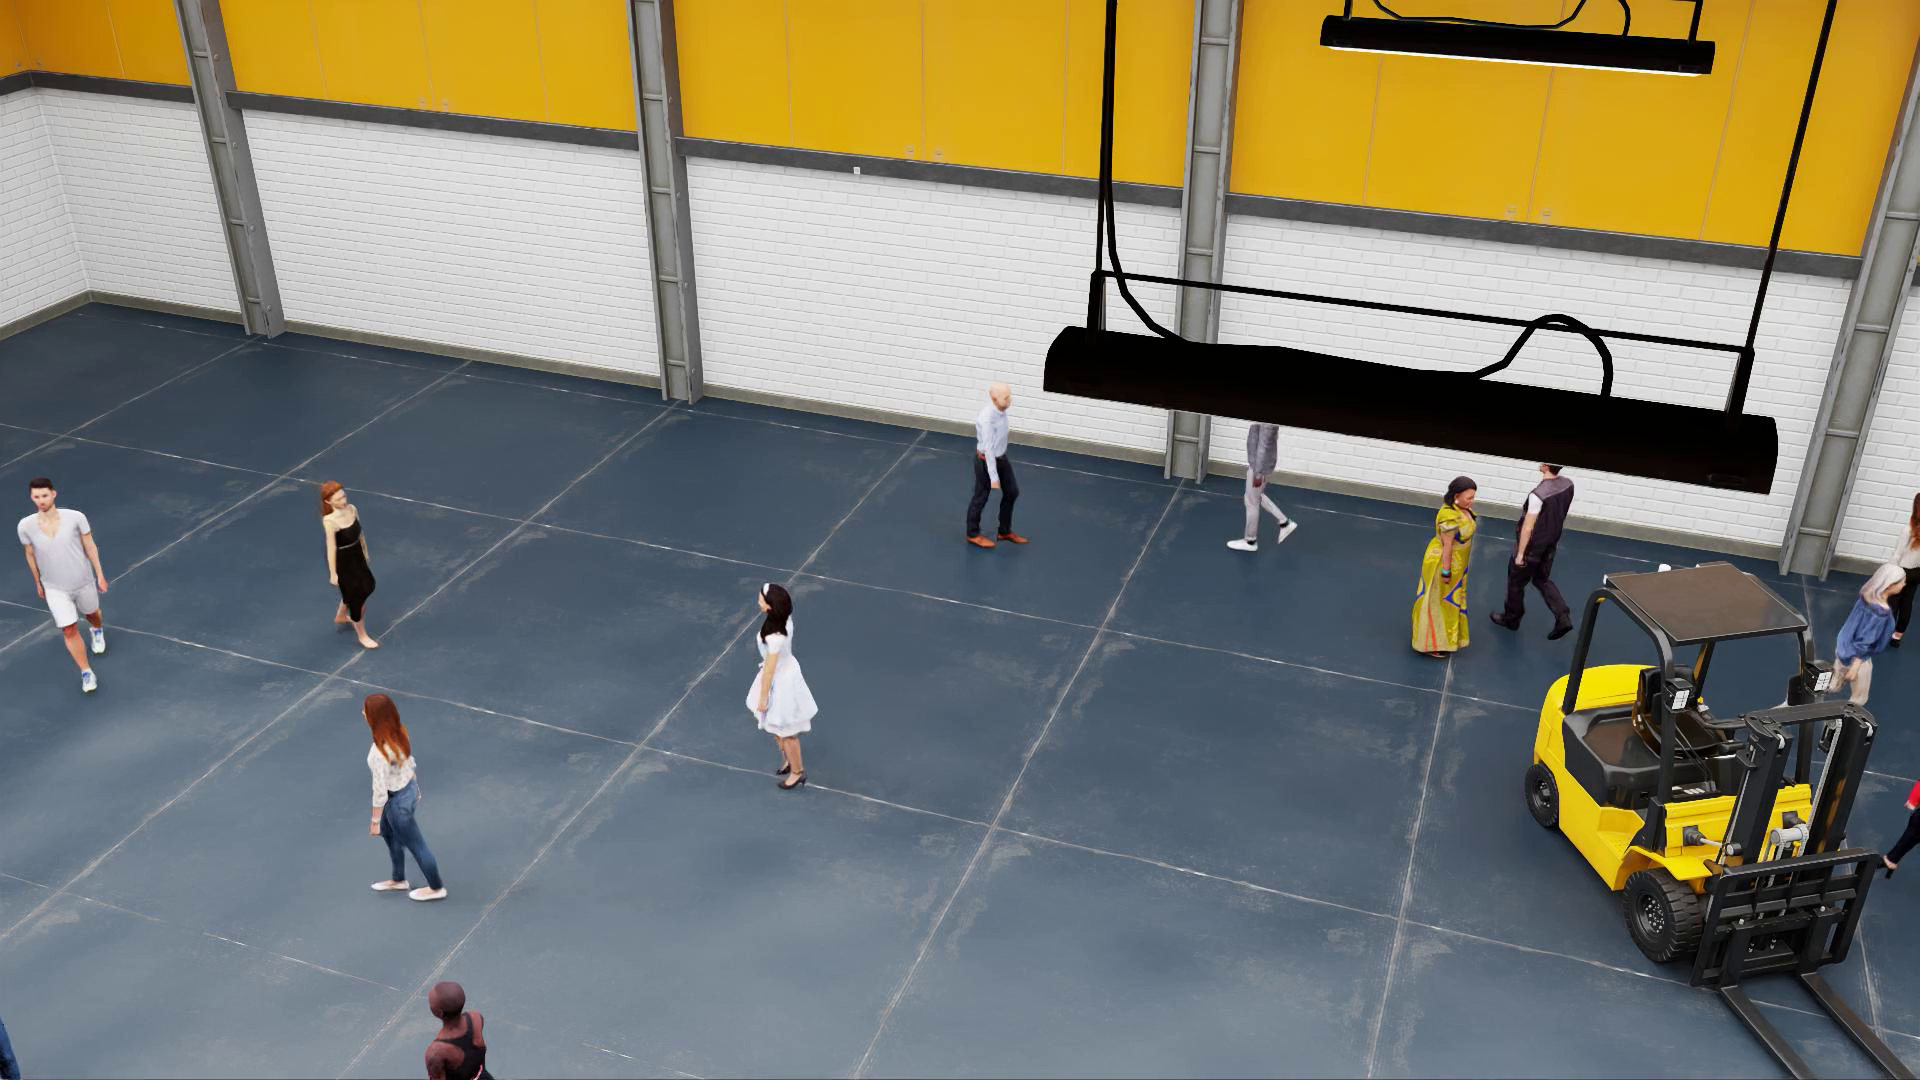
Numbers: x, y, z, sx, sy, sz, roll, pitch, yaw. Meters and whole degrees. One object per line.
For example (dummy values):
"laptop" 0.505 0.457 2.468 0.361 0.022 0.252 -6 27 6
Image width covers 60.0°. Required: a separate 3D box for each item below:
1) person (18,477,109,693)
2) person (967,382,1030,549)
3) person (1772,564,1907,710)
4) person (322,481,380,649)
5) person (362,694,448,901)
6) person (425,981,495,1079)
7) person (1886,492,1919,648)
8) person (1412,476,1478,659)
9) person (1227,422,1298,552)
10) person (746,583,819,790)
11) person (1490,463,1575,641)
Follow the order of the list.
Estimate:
"person" -7.481 0.289 13.976 1.199 1.819 1.265 -13 31 -22
"person" 0.235 -0.714 15.877 0.848 1.761 0.706 13 31 22
"person" 6.895 0.915 12.990 0.957 1.666 0.668 7 29 12
"person" -5.318 0.203 14.370 0.798 1.594 0.660 5 29 9
"person" -3.737 1.779 11.356 0.880 1.714 0.769 -2 29 -3
"person" -2.564 3.097 8.922 1.058 1.730 0.716 14 32 24
"person" 8.180 0.273 14.356 0.579 1.484 0.667 -7 29 -13
"person" 4.185 0.198 14.312 0.757 1.659 0.844 11 31 20
"person" 2.950 -0.709 15.802 0.873 1.824 0.710 8 30 15
"person" -1.246 1.134 12.443 0.910 1.804 0.814 0 29 0
"person" 5.074 0.068 14.374 1.017 1.827 1.123 -17 33 -28
